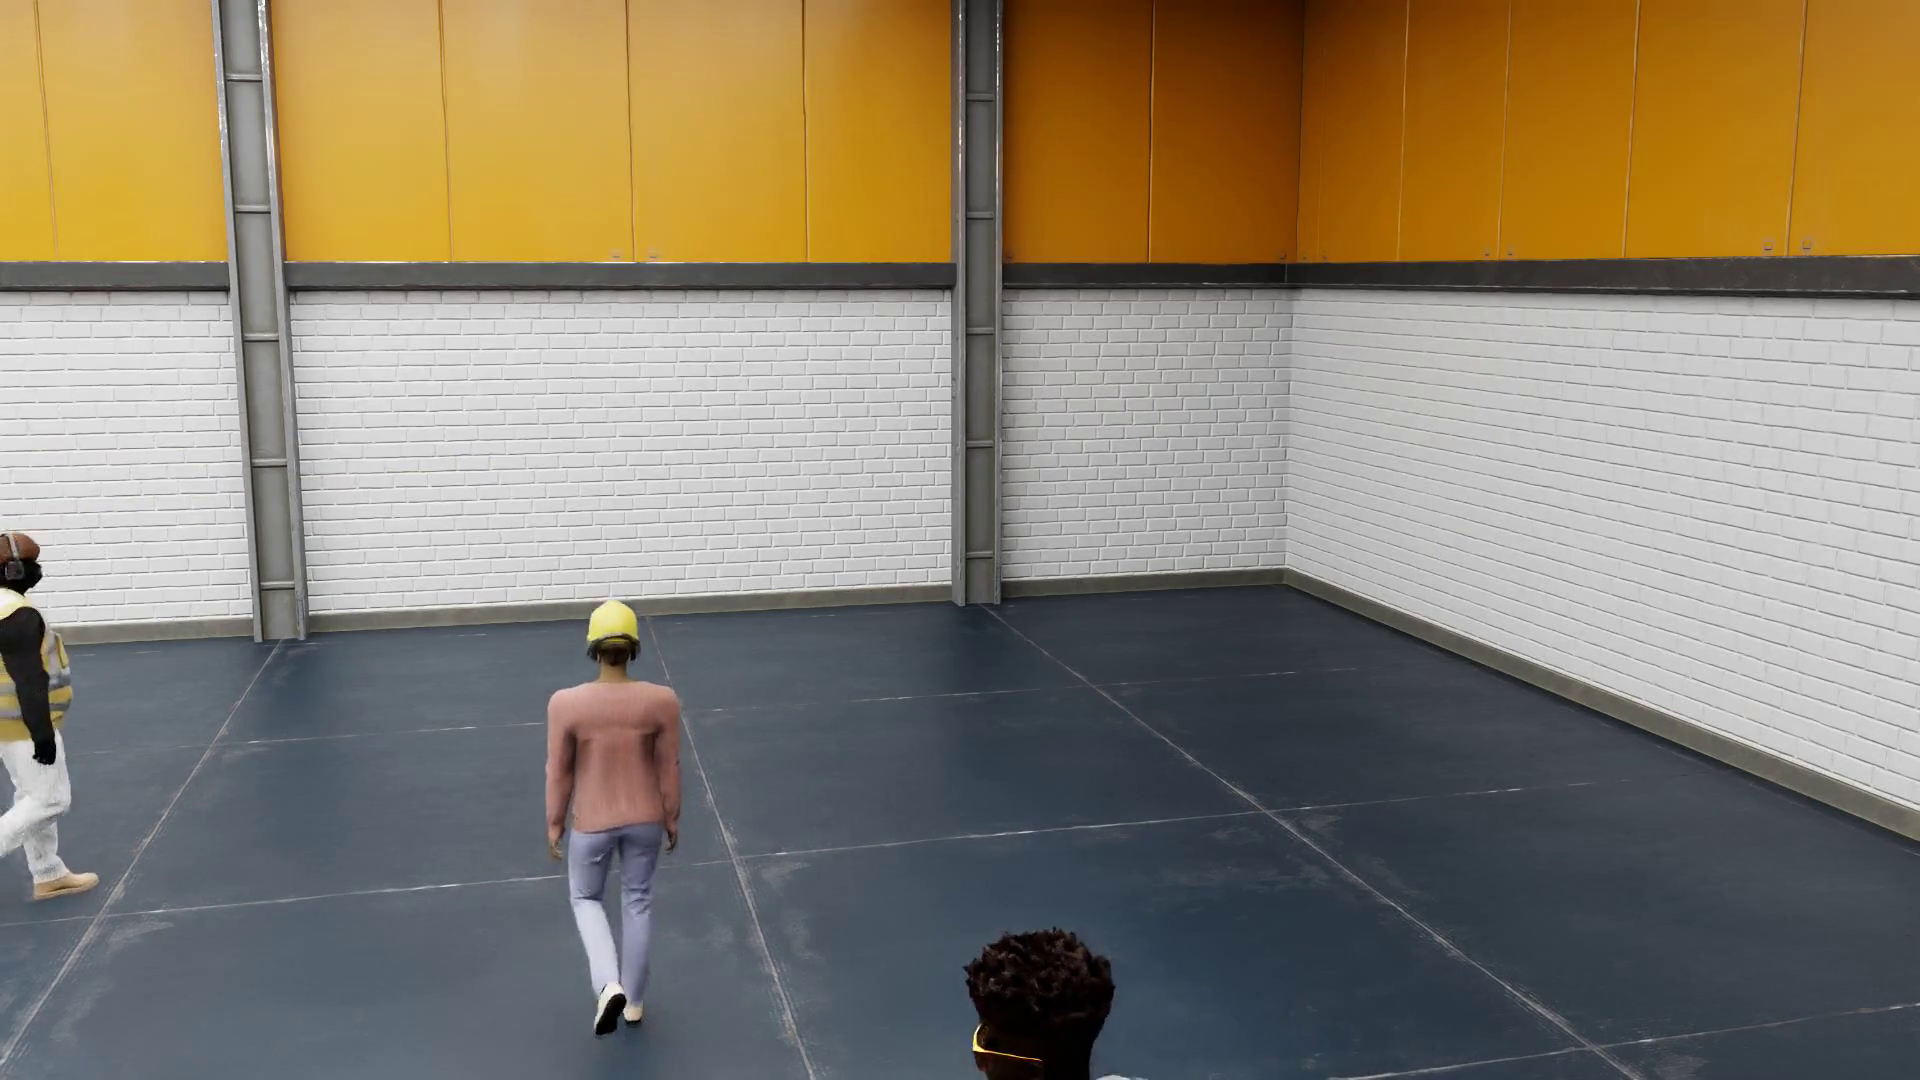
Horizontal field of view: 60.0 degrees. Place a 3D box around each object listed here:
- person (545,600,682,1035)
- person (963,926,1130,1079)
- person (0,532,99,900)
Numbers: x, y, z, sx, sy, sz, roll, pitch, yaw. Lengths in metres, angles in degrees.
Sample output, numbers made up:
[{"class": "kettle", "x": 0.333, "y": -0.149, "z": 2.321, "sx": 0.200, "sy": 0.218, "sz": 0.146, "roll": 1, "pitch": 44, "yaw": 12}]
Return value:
[{"class": "person", "x": -1.351, "y": 1.115, "z": 6.574, "sx": 0.541, "sy": 1.748, "sz": 0.486, "roll": -3, "pitch": 10, "yaw": -20}, {"class": "person", "x": 0.281, "y": 1.614, "z": 2.907, "sx": 0.887, "sy": 1.940, "sz": 0.601, "roll": 4, "pitch": 10, "yaw": 26}, {"class": "person", "x": -4.492, "y": 0.873, "z": 7.864, "sx": 0.616, "sy": 1.826, "sz": 0.641, "roll": -8, "pitch": 12, "yaw": -42}]
